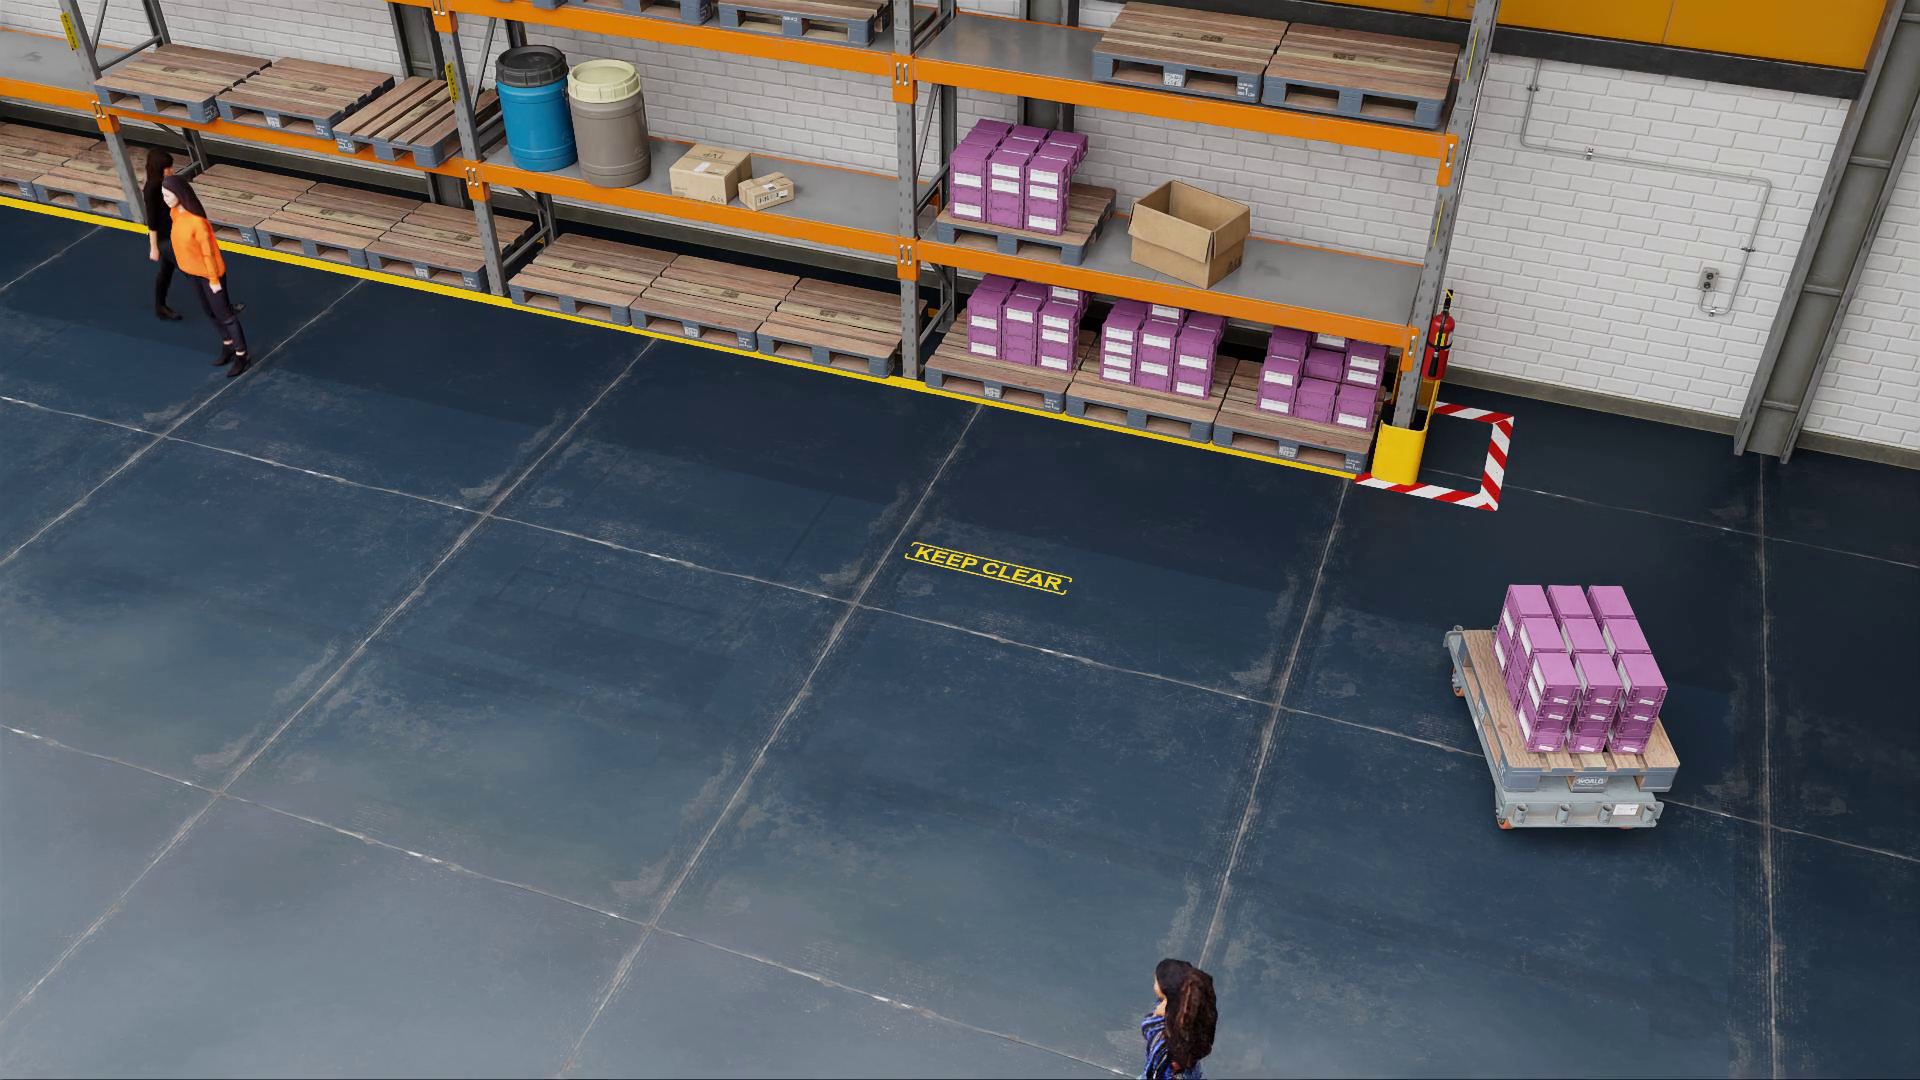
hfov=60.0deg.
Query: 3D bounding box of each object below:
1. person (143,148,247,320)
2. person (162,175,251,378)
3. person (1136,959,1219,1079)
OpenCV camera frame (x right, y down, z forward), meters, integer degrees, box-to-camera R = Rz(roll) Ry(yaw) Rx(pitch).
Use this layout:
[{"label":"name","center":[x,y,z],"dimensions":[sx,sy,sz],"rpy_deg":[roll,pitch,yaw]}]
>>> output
[{"label":"person","center":[-6.838,-2.565,14.188],"dimensions":[1.172,1.590,0.874],"rpy_deg":[2,39,3]},{"label":"person","center":[-6.144,-2.177,13.576],"dimensions":[0.604,1.747,0.747],"rpy_deg":[27,46,30]},{"label":"person","center":[1.040,2.541,7.778],"dimensions":[0.743,1.611,0.719],"rpy_deg":[28,46,30]}]
